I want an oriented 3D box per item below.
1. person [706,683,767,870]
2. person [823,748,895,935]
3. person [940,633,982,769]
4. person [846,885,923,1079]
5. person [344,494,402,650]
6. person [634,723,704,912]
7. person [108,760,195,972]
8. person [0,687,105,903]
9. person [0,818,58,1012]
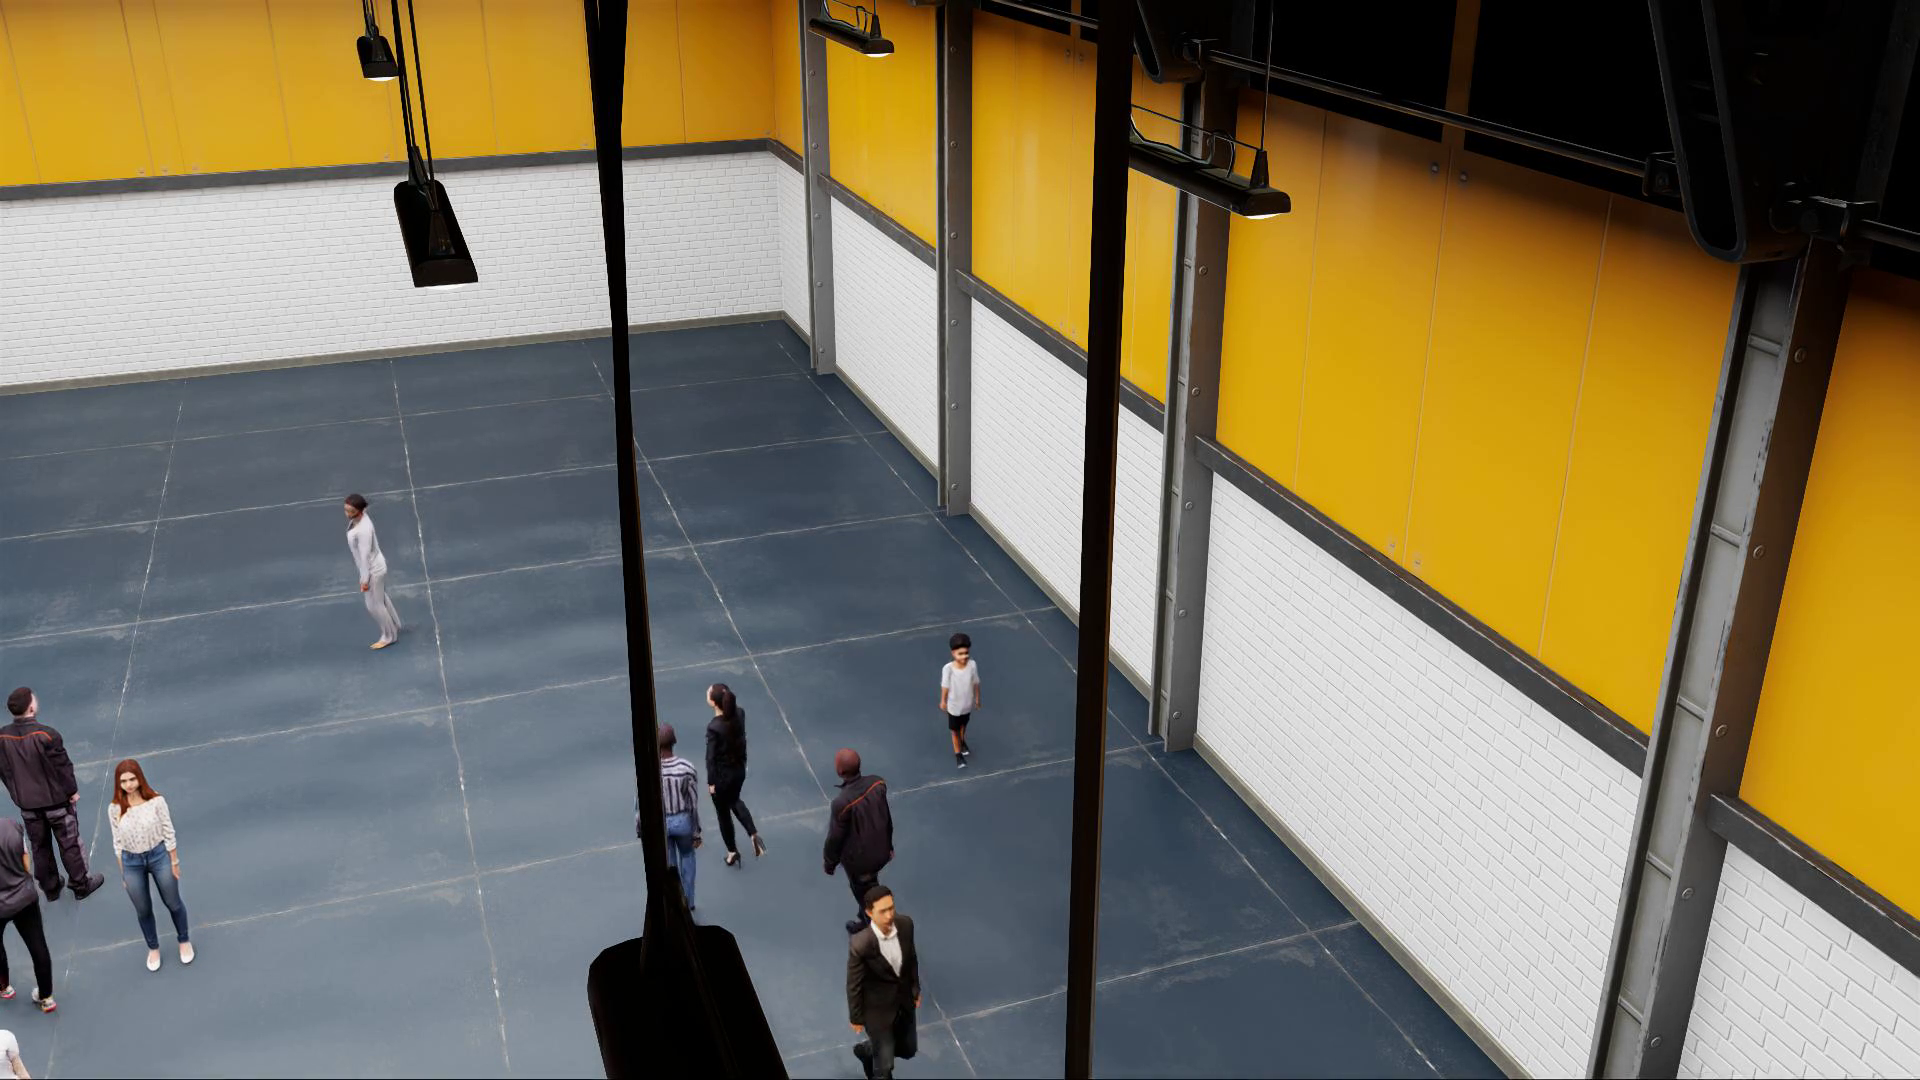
[{"bbox_3d":[-1.793,1.919,13.320,0.856,1.700,0.784,16,28,33],"label":"person"},{"bbox_3d":[-0.639,2.361,12.186,0.969,1.797,0.908,18,29,35],"label":"person"},{"bbox_3d":[-0.006,1.405,15.073,0.533,1.237,0.797,-6,24,-14],"label":"person"},{"bbox_3d":[-0.528,2.971,10.795,0.870,1.794,0.982,-19,30,-37],"label":"person"},{"bbox_3d":[-6.002,0.279,17.062,0.881,1.706,0.582,-4,24,-10],"label":"person"},{"bbox_3d":[-2.148,2.251,12.469,0.659,1.773,0.761,-8,25,-18],"label":"person"},{"bbox_3d":[-5.986,2.370,12.252,0.566,1.728,0.506,-7,25,-16],"label":"person"},{"bbox_3d":[-7.160,1.978,12.987,0.785,1.857,0.729,-1,24,-3],"label":"person"},{"bbox_3d":[-6.669,2.588,11.737,0.987,1.742,0.883,17,29,34],"label":"person"}]
